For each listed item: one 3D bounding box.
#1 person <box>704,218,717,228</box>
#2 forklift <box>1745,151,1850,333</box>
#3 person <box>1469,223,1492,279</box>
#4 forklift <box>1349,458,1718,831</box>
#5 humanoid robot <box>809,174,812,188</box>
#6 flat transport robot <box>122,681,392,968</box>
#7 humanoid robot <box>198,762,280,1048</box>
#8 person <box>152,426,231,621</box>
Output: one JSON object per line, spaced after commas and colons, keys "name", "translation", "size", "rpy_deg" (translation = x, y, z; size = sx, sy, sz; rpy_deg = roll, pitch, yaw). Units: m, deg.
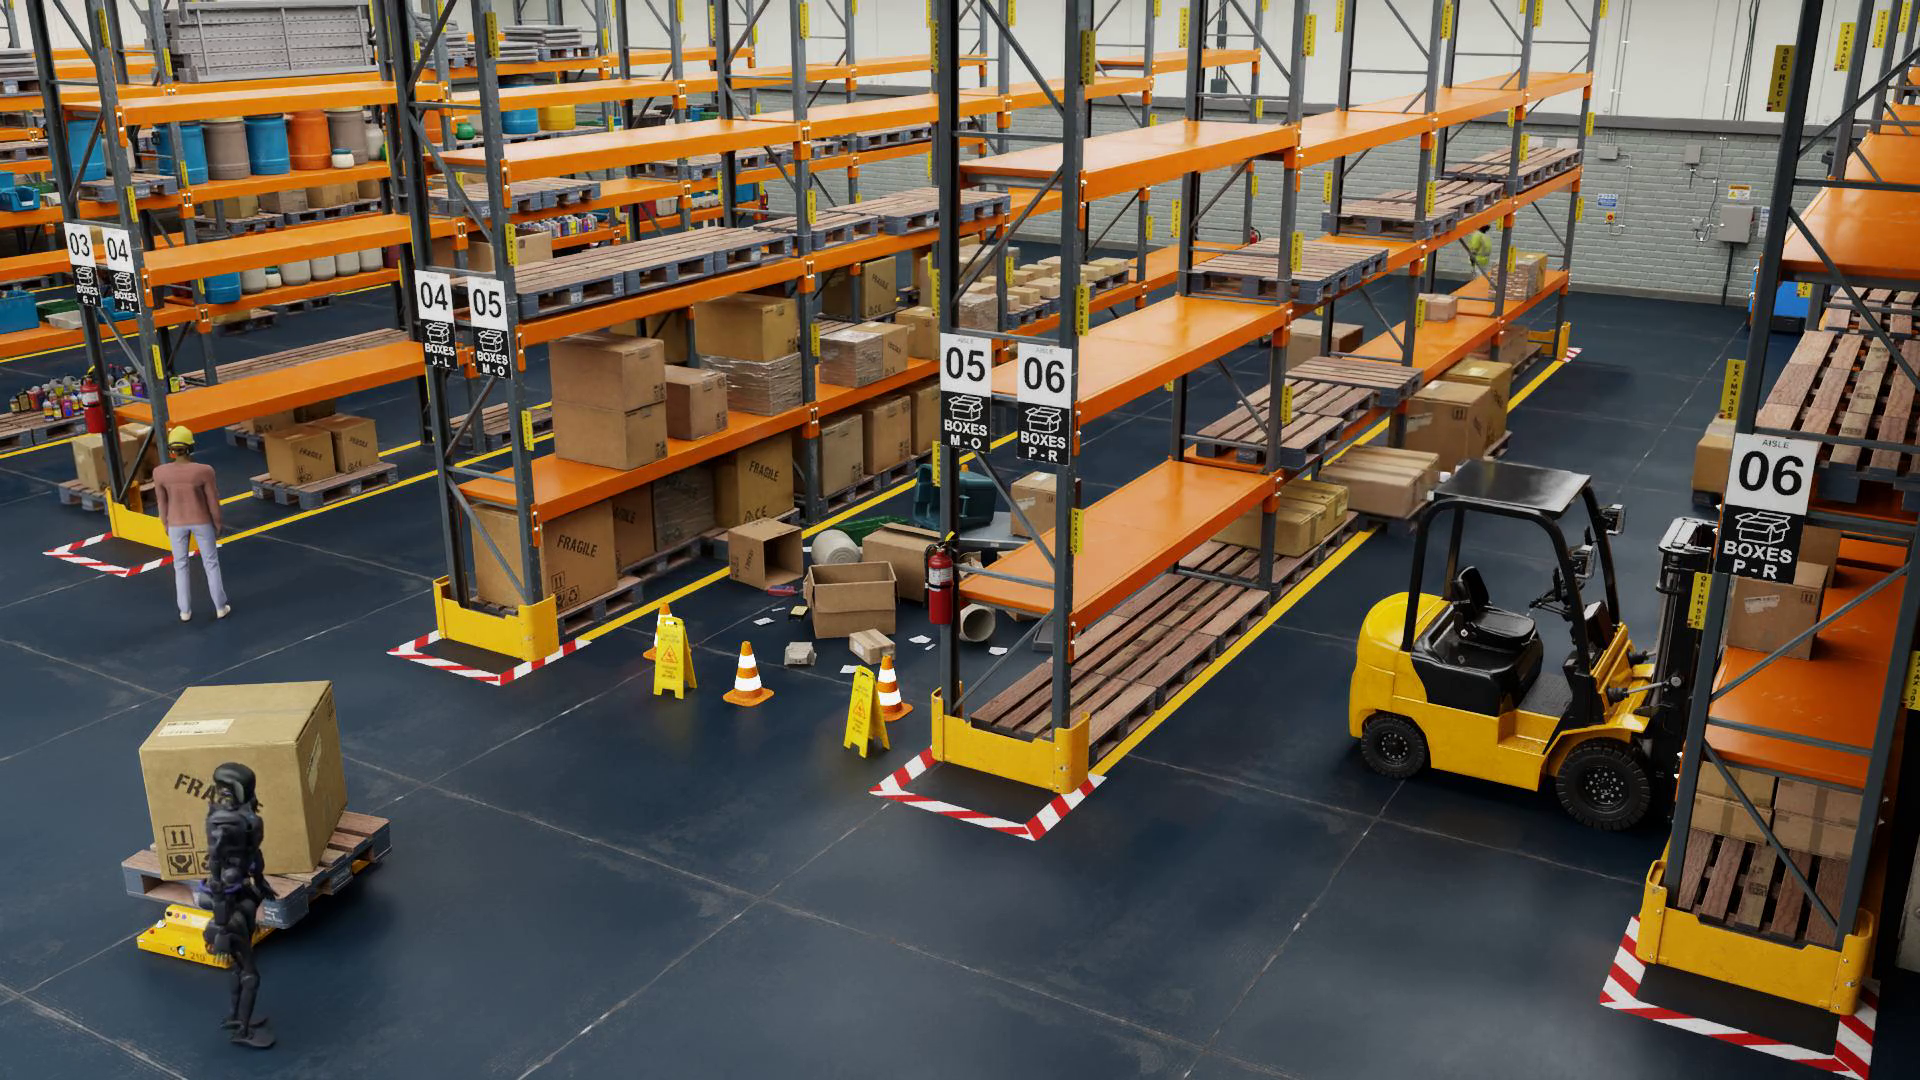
{"name": "person", "translation": [-5.240, -7.063, 34.863], "size": [0.488, 1.685, 0.350], "rpy_deg": [-6, 20, -17]}
{"name": "forklift", "translation": [13.620, -4.667, 26.137], "size": [1.873, 2.768, 1.129], "rpy_deg": [11, 22, 29]}
{"name": "person", "translation": [8.651, -4.627, 27.846], "size": [0.746, 1.672, 0.534], "rpy_deg": [15, 24, 36]}
{"name": "forklift", "translation": [3.988, 0.658, 11.776], "size": [2.313, 2.155, 1.214], "rpy_deg": [11, 22, 29]}
{"name": "humanoid robot", "translation": [-3.211, -7.064, 34.919], "size": [0.385, 1.678, 0.599], "rpy_deg": [-2, 19, -5]}
{"name": "flat transport robot", "translation": [-4.346, 2.161, 10.368], "size": [0.659, 0.231, 1.431], "rpy_deg": [6, 20, 18]}
{"name": "humanoid robot", "translation": [-3.878, 1.933, 8.896], "size": [0.407, 1.644, 0.616], "rpy_deg": [-1, 19, -2]}
{"name": "person", "translation": [-6.824, -0.149, 14.779], "size": [0.515, 1.759, 0.343], "rpy_deg": [-5, 20, -15]}
